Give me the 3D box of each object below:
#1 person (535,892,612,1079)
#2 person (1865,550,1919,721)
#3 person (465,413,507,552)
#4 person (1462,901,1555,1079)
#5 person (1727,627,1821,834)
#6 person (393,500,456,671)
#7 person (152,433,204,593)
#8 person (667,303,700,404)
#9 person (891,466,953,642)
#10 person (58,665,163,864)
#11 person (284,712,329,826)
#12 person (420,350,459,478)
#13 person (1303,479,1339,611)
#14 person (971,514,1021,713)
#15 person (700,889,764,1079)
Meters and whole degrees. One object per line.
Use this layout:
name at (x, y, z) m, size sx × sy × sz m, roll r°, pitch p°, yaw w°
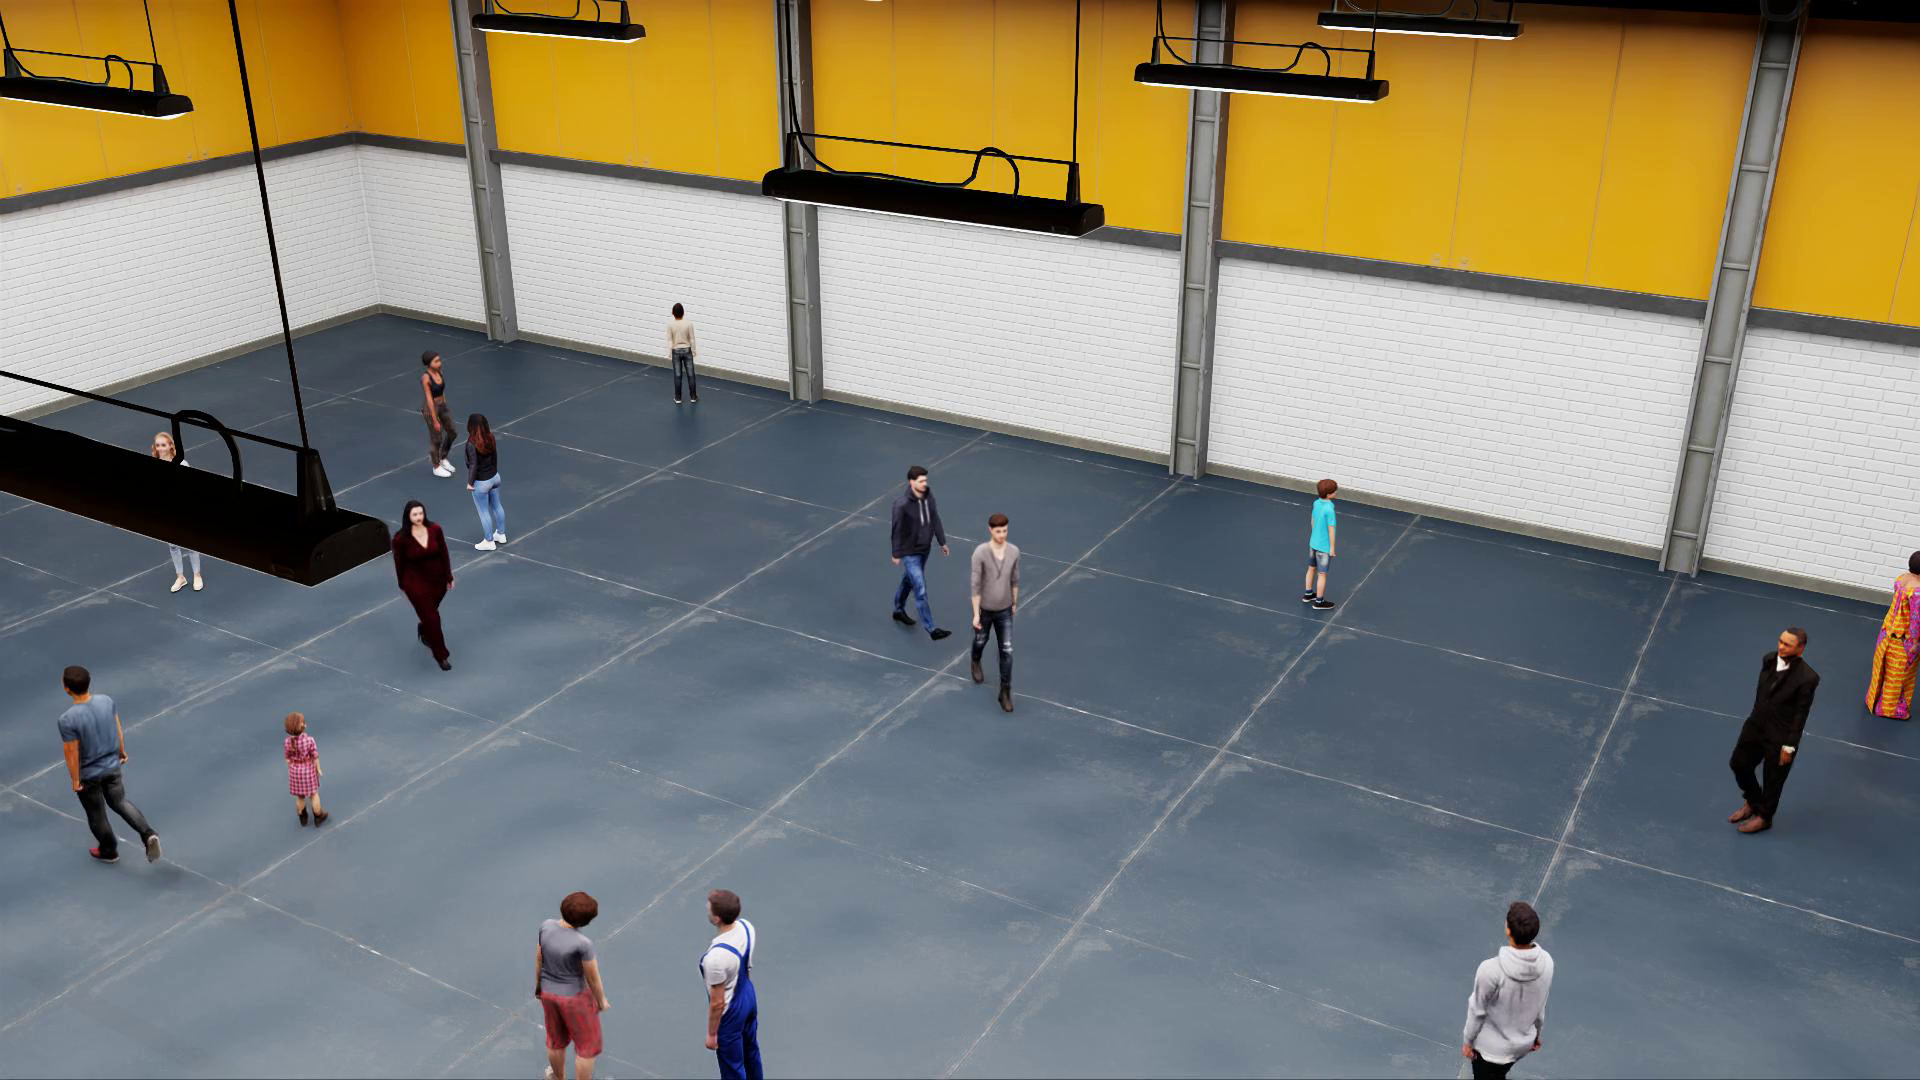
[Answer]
person at (-2.599, 2.965, 10.789) m, size 0.495 × 1.619 × 0.861 m, roll 4°, pitch 24°, yaw 10°
person at (8.864, 0.846, 15.554) m, size 0.759 × 1.685 × 0.735 m, roll 4°, pitch 24°, yaw 10°
person at (-5.465, -0.688, 19.125) m, size 0.595 × 1.635 × 0.660 m, roll 9°, pitch 25°, yaw 20°
person at (3.364, 3.098, 10.129) m, size 1.154 × 1.904 × 1.229 m, roll -7°, pitch 25°, yaw -15°
person at (6.765, 1.555, 13.666) m, size 0.907 × 1.898 × 0.823 m, roll -9°, pitch 25°, yaw -19°
person at (-5.352, 0.401, 16.538) m, size 0.863 × 1.712 × 1.164 m, roll -20°, pitch 30°, yaw -38°
person at (-8.527, -0.314, 18.072) m, size 0.654 × 1.795 × 0.730 m, roll -4°, pitch 24°, yaw -9°
person at (-3.999, -2.694, 23.926) m, size 0.620 × 1.466 × 0.697 m, roll -4°, pitch 24°, yaw -8°
person at (-0.523, 0.096, 17.082) m, size 1.218 × 1.835 × 0.852 m, roll 20°, pitch 30°, yaw 37°
person at (-6.770, 1.825, 13.180) m, size 0.991 × 1.792 × 0.717 m, roll 10°, pitch 25°, yaw 21°
person at (-5.509, 1.916, 13.936) m, size 0.492 × 1.019 × 0.564 m, roll -1°, pitch 24°, yaw -2°
person at (-6.745, -1.608, 21.170) m, size 0.623 × 1.684 × 0.611 m, roll 9°, pitch 25°, yaw 20°
person at (3.857, 0.019, 17.741) m, size 0.652 × 1.449 × 0.577 m, roll -8°, pitch 25°, yaw -19°
person at (0.277, 0.616, 15.855) m, size 1.212 × 1.865 × 1.255 m, roll -6°, pitch 24°, yaw -13°
person at (-1.430, 2.976, 10.478) m, size 0.596 × 1.848 × 0.649 m, roll 10°, pitch 25°, yaw 21°
